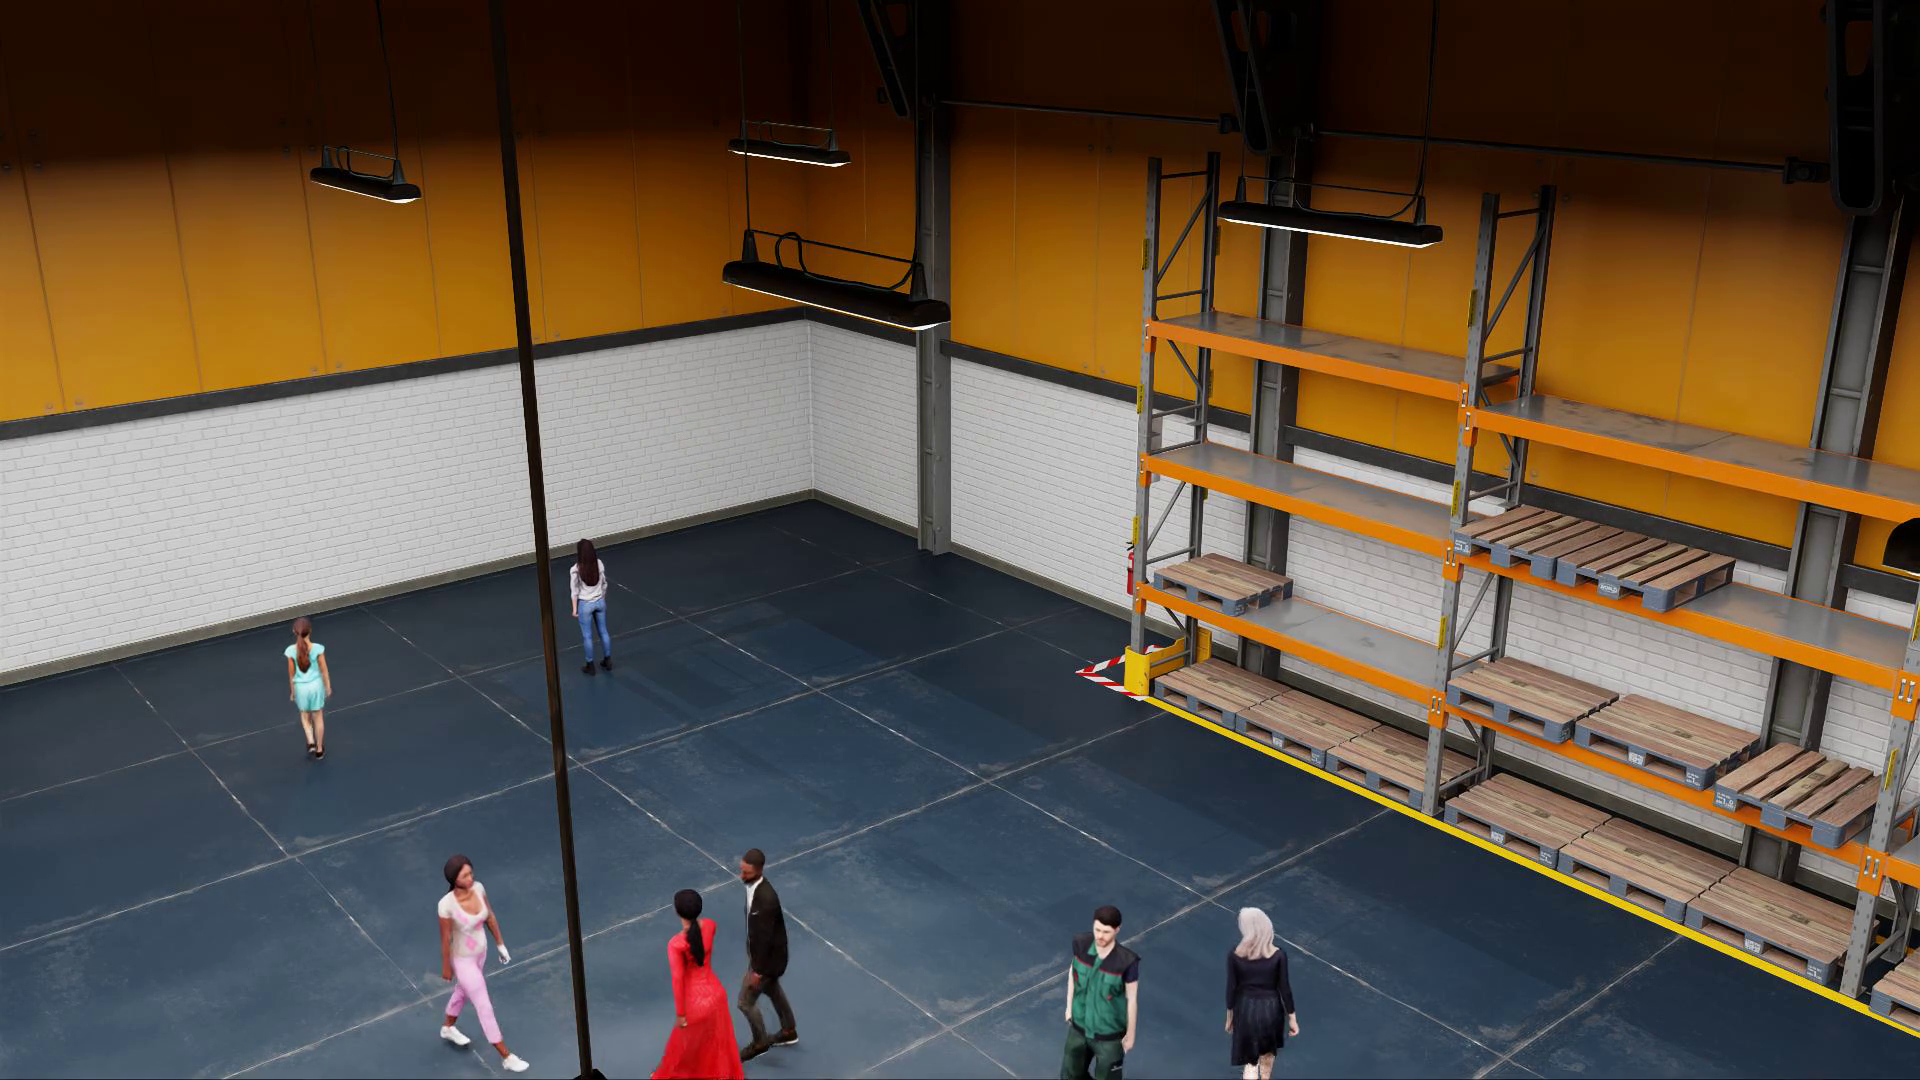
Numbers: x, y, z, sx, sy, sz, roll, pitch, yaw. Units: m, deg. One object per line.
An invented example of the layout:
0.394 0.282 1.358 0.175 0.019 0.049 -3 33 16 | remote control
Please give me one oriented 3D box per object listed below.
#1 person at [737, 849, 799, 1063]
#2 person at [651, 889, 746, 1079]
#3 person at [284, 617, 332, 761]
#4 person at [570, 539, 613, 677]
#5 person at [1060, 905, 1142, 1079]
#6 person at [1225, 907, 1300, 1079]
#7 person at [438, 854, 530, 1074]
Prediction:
-1.387 3.089 12.311 0.877 1.776 0.828 -5 19 -15 | person
-1.759 3.310 11.693 1.111 1.752 0.803 13 23 34 | person
-6.743 1.560 17.209 0.643 1.548 0.683 -5 19 -15 | person
-4.298 0.769 19.431 0.600 1.629 0.518 -17 25 -40 | person
0.994 3.312 11.464 0.797 1.894 0.884 11 22 30 | person
2.048 3.396 11.519 1.122 1.700 1.156 4 19 12 | person
-3.709 3.114 12.377 1.233 1.688 0.906 8 20 24 | person
